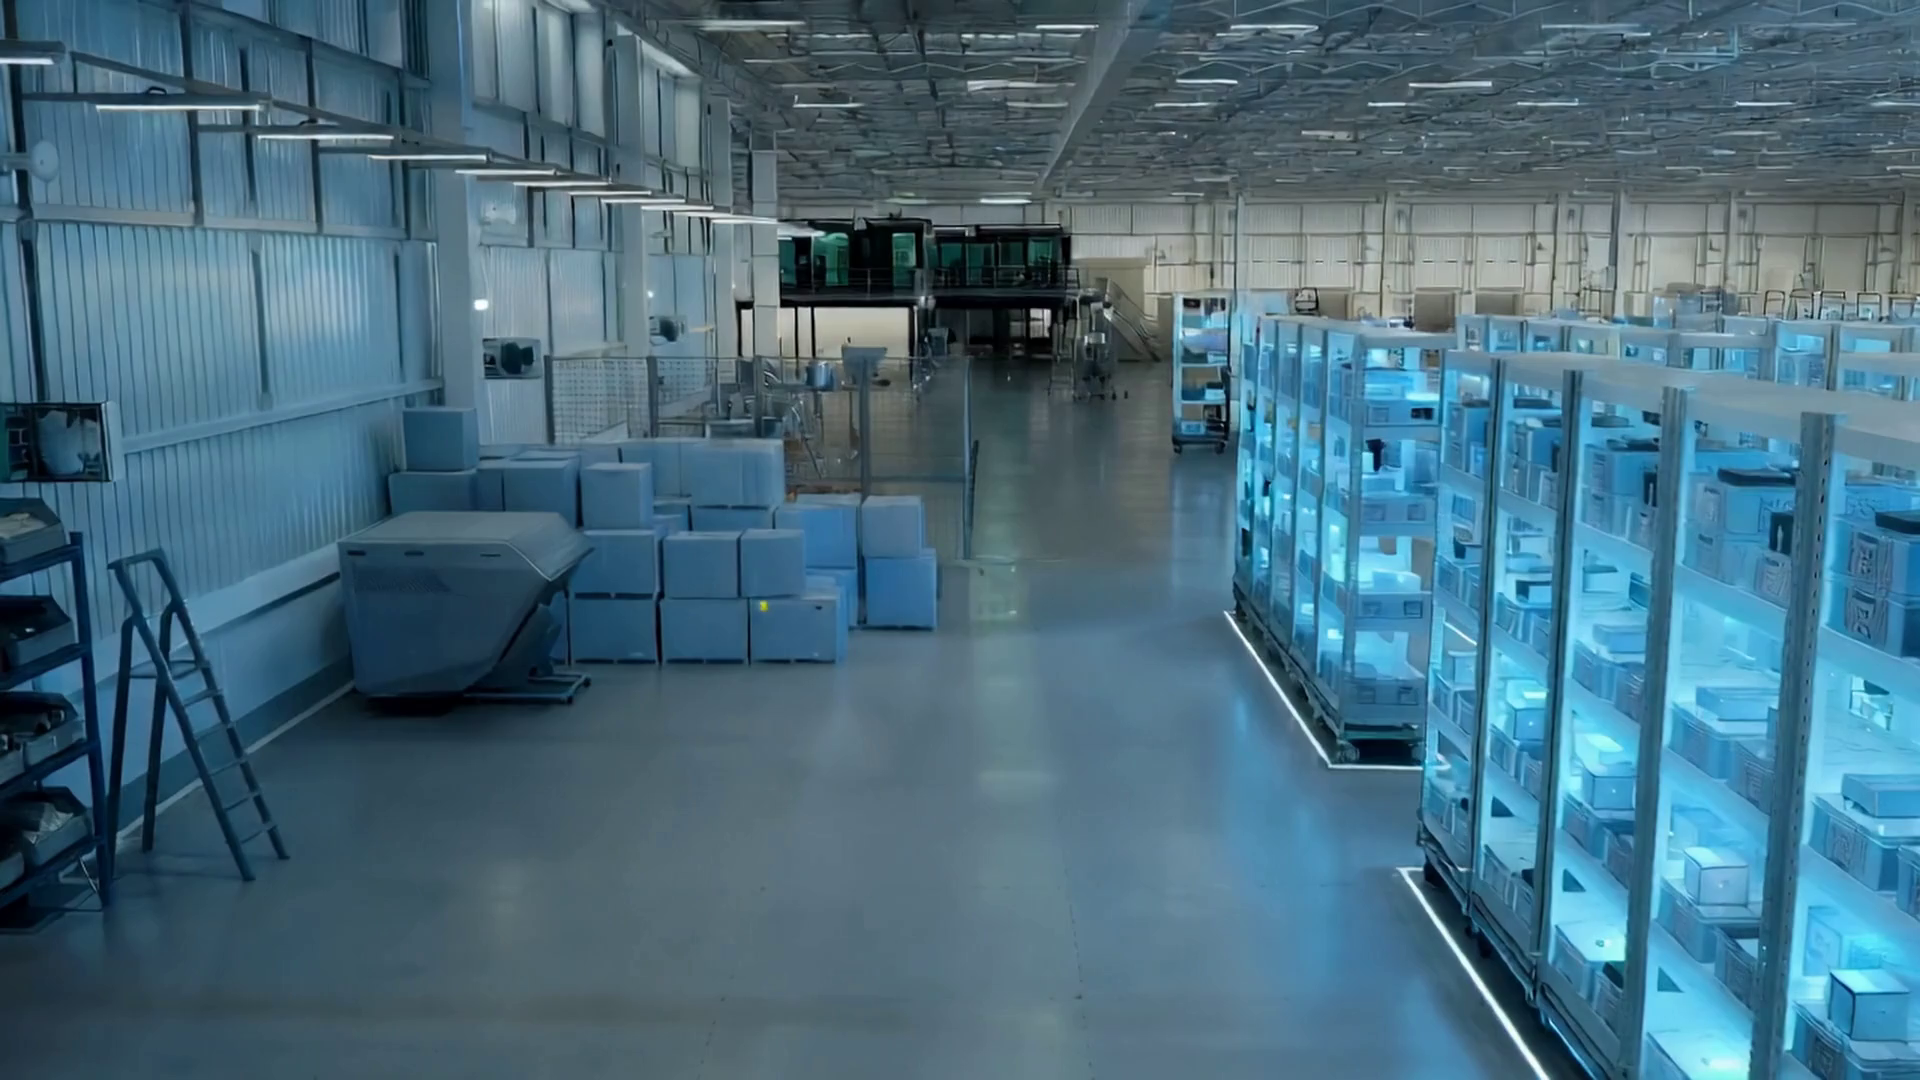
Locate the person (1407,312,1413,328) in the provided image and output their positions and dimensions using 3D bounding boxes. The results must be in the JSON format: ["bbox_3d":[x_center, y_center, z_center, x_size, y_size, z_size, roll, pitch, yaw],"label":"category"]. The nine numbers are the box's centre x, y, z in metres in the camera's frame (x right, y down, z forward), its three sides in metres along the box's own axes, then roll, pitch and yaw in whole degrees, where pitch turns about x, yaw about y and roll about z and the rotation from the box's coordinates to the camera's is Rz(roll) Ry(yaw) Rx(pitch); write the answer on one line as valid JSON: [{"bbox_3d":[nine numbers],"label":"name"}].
[{"bbox_3d":[24.298,-11.452,90.416,0.562,1.835,0.797,-8,12,-41],"label":"person"}]

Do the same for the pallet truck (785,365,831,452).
[{"bbox_3d":[-3.774,-2.976,37.635,1.885,1.965,0.823,1,9,5],"label":"pallet truck"}]

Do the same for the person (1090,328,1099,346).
[{"bbox_3d":[7.104,-11.429,90.304,1.013,1.833,0.596,7,11,35],"label":"person"}]

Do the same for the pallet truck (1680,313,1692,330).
[{"bbox_3d":[36.315,-10.531,84.244,0.823,1.965,1.885,-6,11,-33],"label":"pallet truck"}]

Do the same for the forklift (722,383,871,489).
[{"bbox_3d":[-2.893,-1.687,28.729,2.680,1.987,1.157,0,9,-1],"label":"forklift"}]

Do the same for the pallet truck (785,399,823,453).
[{"bbox_3d":[-3.814,-2.432,36.419,1.630,1.274,0.653,0,9,1],"label":"pallet truck"}]

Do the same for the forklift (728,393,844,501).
[{"bbox_3d":[-2.979,-1.316,26.476,2.680,1.987,1.157,0,9,1],"label":"forklift"}]

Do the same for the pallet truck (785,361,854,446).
[{"bbox_3d":[-3.410,-3.193,38.978,1.885,1.965,0.823,0,9,-1],"label":"pallet truck"}]

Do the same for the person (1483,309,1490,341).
[{"bbox_3d":[30.735,-12.506,96.908,0.430,1.843,0.625,-1,9,-9],"label":"person"}]

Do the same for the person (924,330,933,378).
[{"bbox_3d":[-1.226,-7.151,63.872,0.328,1.840,0.516,3,10,20],"label":"person"}]

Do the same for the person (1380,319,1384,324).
[{"bbox_3d":[19.718,-9.365,77.513,0.917,1.856,0.584,-7,11,-36],"label":"person"}]

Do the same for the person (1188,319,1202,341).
[{"bbox_3d":[13.887,-12.579,97.565,0.935,1.792,0.637,3,10,18],"label":"person"}]

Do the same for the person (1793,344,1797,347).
[{"bbox_3d":[29.309,-6.218,58.793,0.503,1.614,0.516,2,9,12],"label":"person"}]

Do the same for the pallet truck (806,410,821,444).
[{"bbox_3d":[-3.559,-2.018,33.905,1.522,1.261,0.704,0,9,-1],"label":"pallet truck"}]

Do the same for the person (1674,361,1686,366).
[{"bbox_3d":[17.028,-3.301,39.529,0.410,2.042,0.612,-2,9,-9],"label":"person"}]

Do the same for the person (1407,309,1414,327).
[{"bbox_3d":[25.546,-12.164,94.571,0.389,1.918,0.585,9,13,43],"label":"person"}]

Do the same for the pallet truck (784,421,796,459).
[{"bbox_3d":[-4.013,-1.793,32.705,1.601,1.201,0.680,0,9,1],"label":"pallet truck"}]
